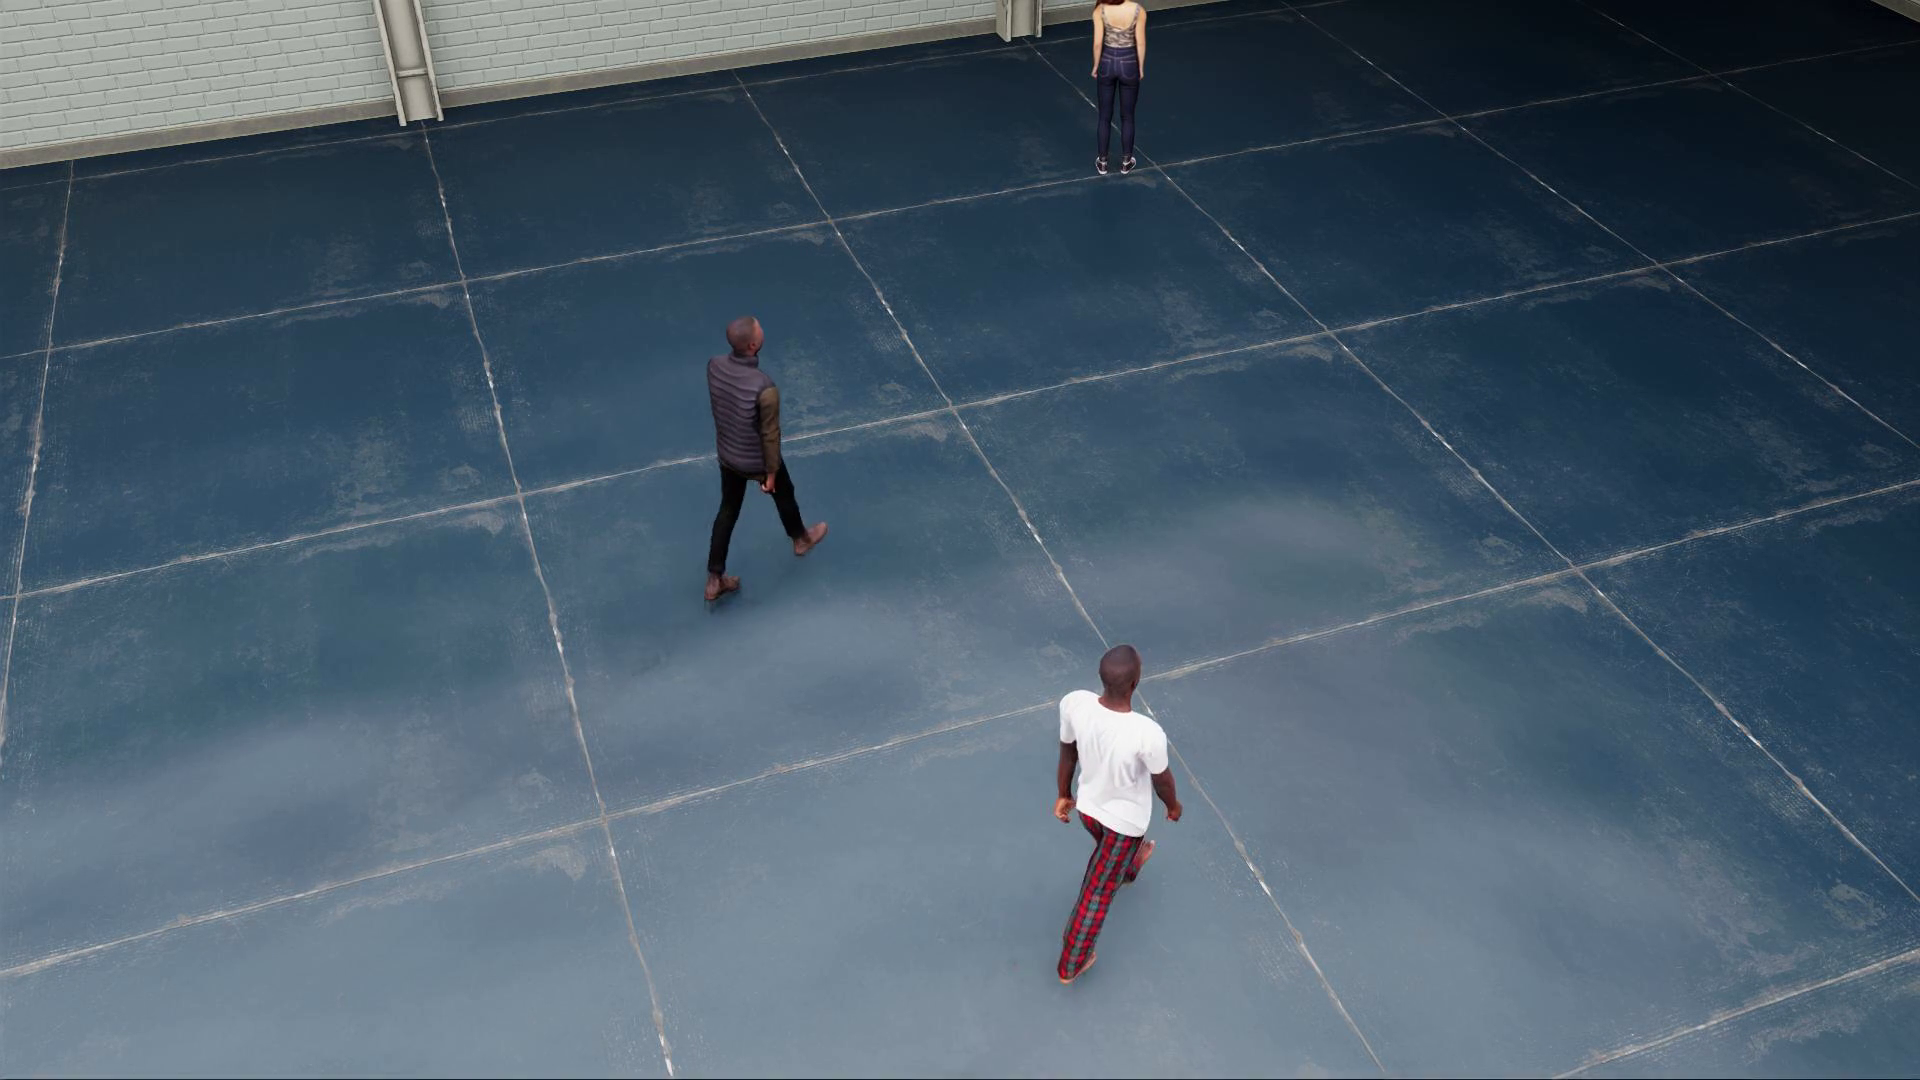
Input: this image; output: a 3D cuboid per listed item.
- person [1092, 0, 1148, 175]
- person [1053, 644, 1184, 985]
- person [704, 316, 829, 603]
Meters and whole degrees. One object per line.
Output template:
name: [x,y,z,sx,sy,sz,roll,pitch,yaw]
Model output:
person: [1.344,-3.972,14.103,0.632,1.769,0.750,5,38,6]
person: [0.622,1.274,7.386,1.017,1.784,1.231,28,46,31]
person: [-1.281,-0.436,9.564,1.127,1.792,1.293,24,44,28]
